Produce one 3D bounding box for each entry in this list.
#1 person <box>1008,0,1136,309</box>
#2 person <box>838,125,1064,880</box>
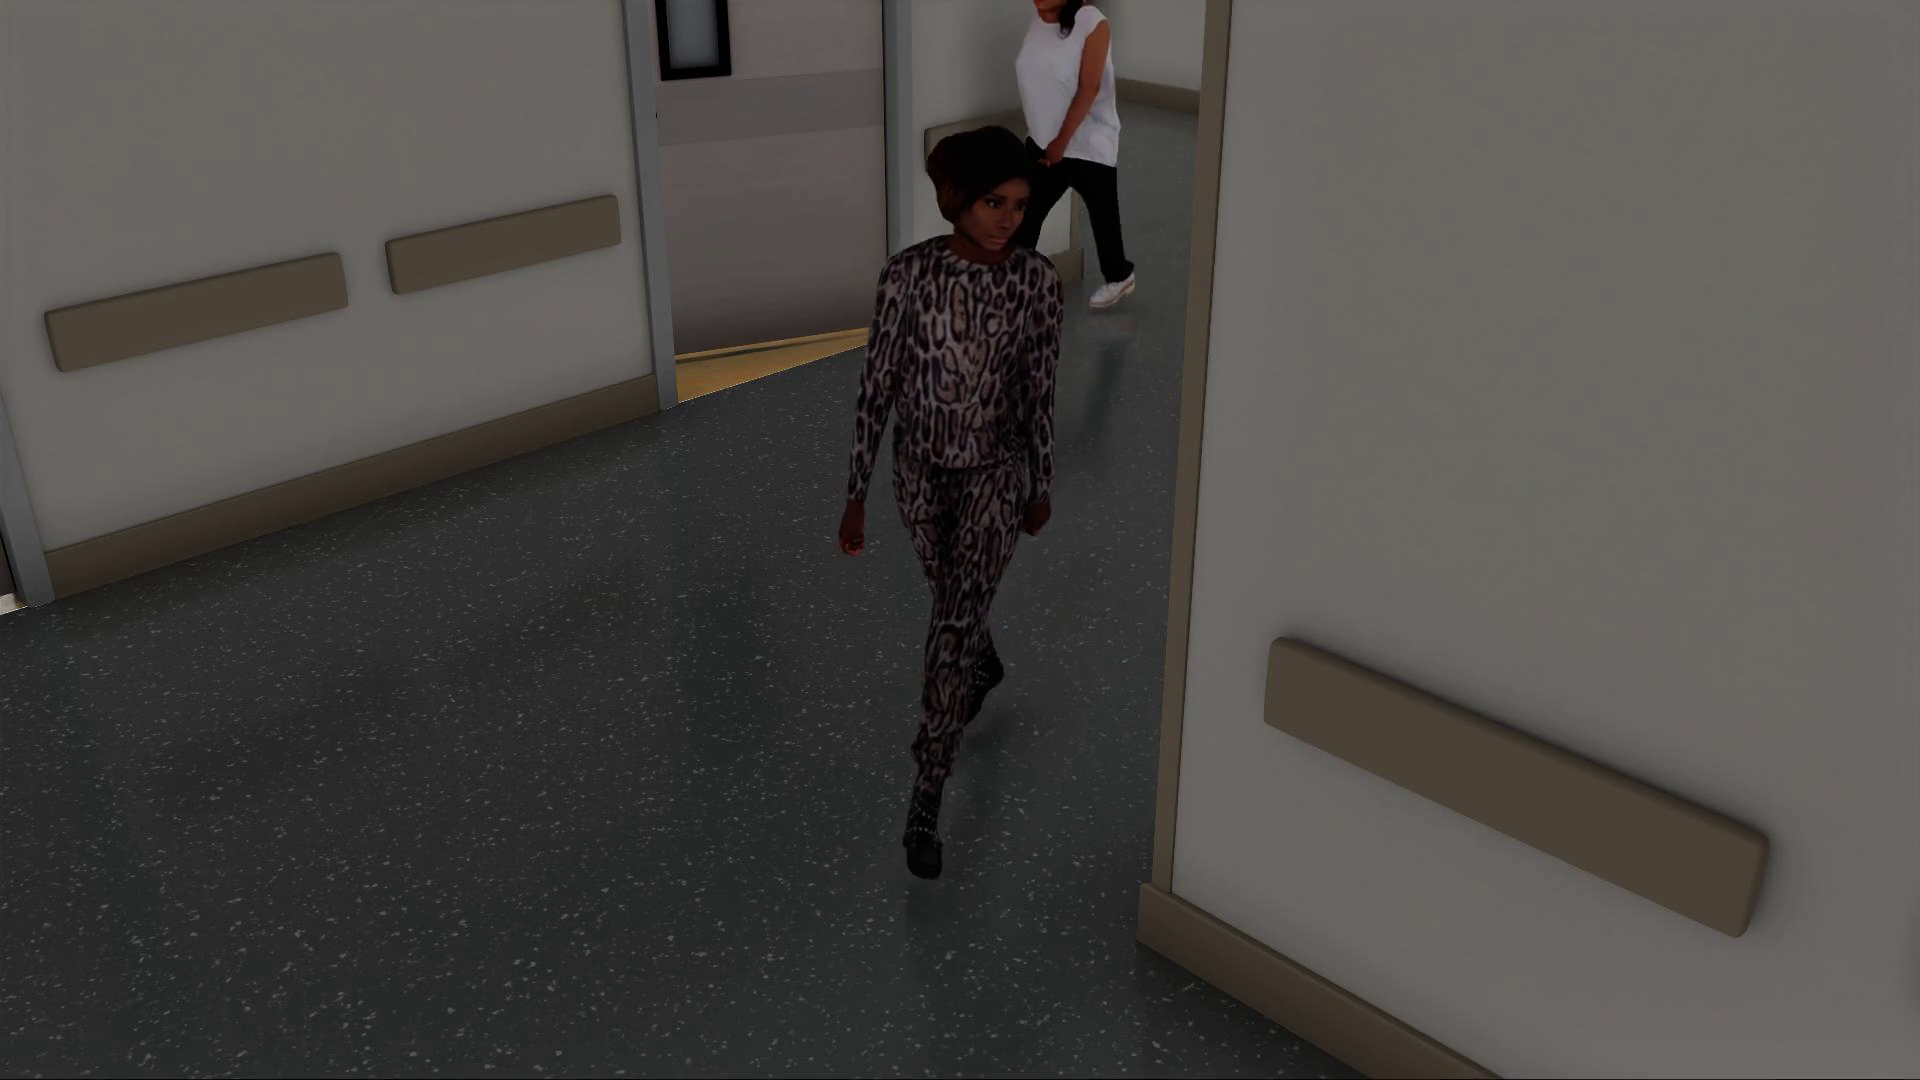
[{"bbox_3d":[0.538,-1.781,7.430,1.149,1.639,0.672,-21,33,-36],"label":"person"},{"bbox_3d":[0.011,-0.137,3.997,1.009,1.659,1.278,8,27,16],"label":"person"}]
